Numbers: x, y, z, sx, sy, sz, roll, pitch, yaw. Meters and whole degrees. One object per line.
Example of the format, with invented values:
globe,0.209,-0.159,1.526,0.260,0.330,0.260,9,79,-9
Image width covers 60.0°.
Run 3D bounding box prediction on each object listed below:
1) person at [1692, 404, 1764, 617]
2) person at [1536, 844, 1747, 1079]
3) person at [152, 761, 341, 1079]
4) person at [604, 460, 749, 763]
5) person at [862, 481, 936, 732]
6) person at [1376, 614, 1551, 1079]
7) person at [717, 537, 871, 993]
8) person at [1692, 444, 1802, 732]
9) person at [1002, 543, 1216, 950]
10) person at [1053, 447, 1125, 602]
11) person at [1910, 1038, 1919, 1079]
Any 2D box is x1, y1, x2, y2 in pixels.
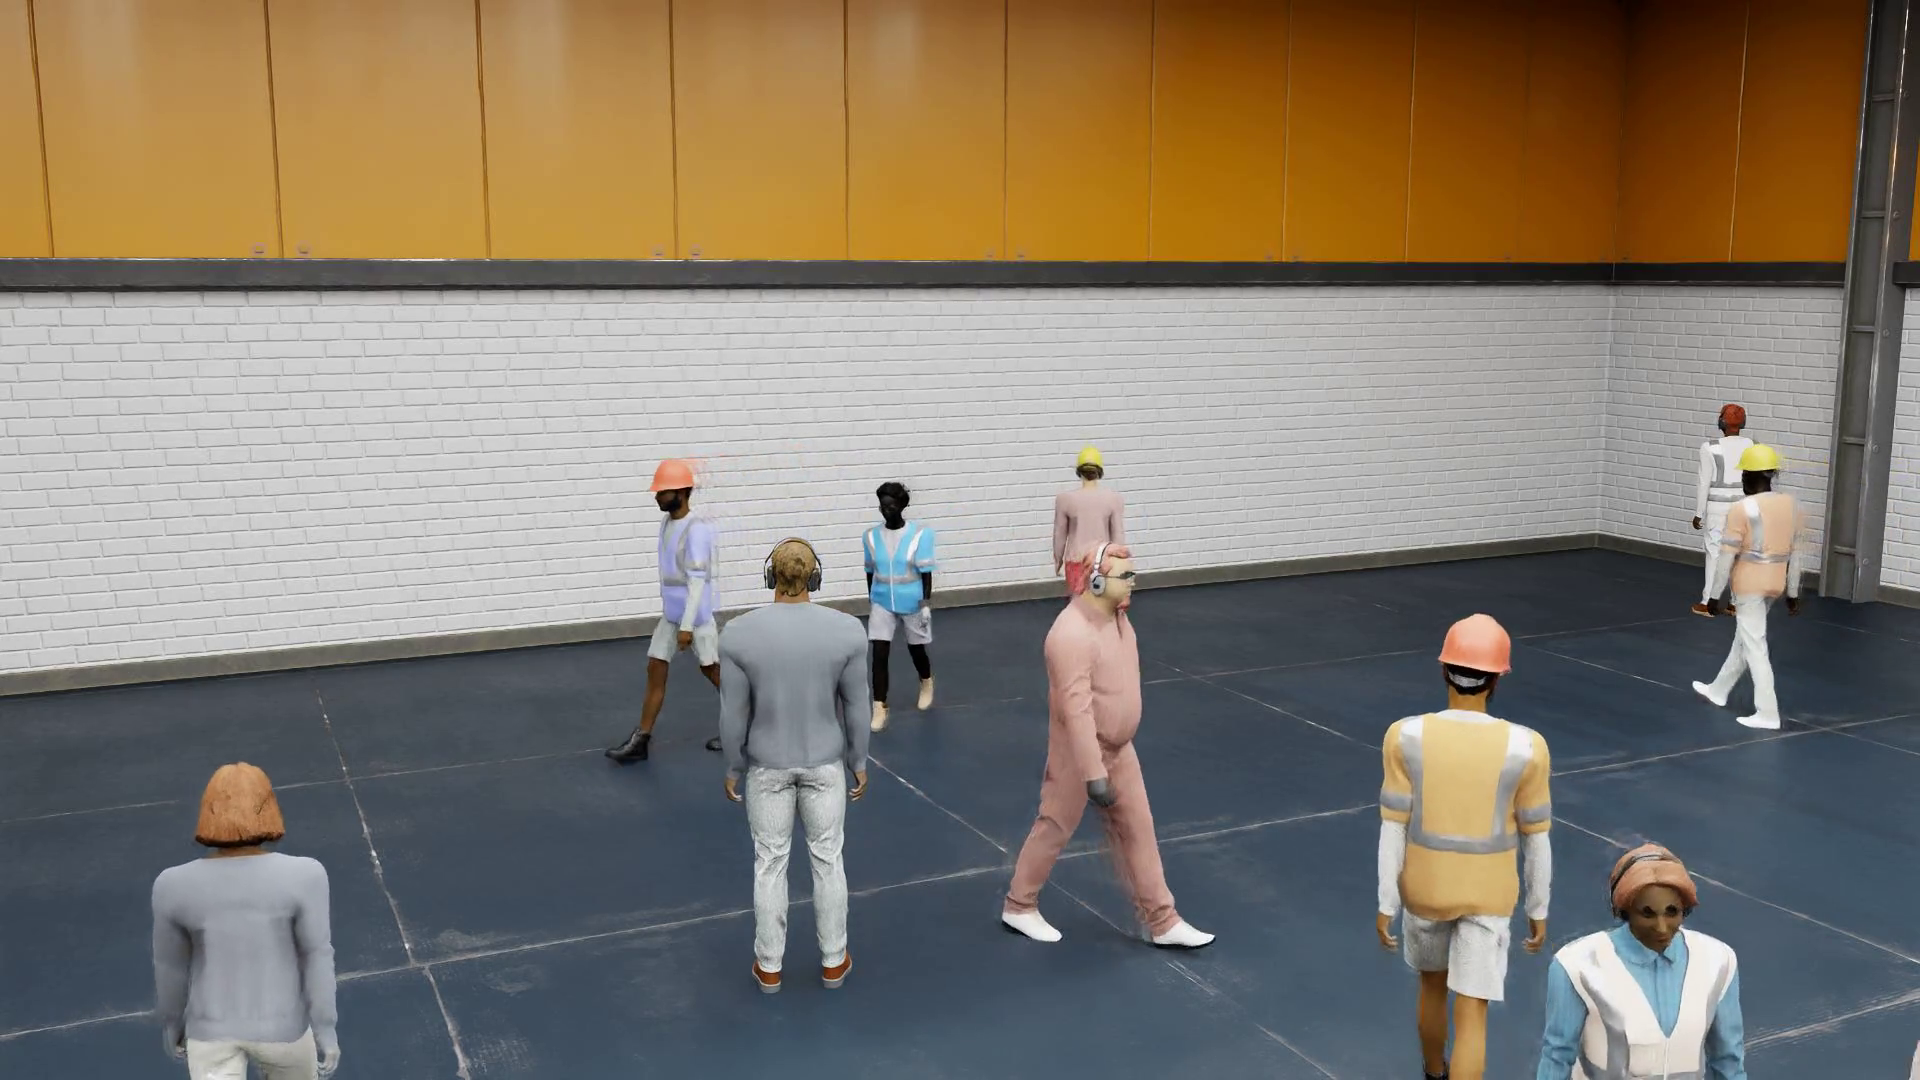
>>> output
person,6.747,-0.255,14.638,0.575,1.885,0.355,0,9,-3
person,1.767,1.542,4.388,0.534,1.595,0.844,-2,9,-10
person,-2.126,1.439,5.011,0.518,1.585,0.852,-2,9,-13
person,-1.726,0.438,10.339,0.986,1.886,0.563,-7,11,-36
person,-0.388,0.406,11.219,0.527,1.660,0.809,2,9,15
person,1.693,1.201,5.624,0.560,1.897,0.975,4,10,21
person,-0.691,0.946,7.012,0.635,1.938,0.359,-1,9,-8
person,5.294,0.294,11.240,0.612,1.883,0.887,-4,10,-24
person,0.620,0.929,7.391,1.003,1.851,0.669,5,11,31
person,0.965,0.162,12.521,0.534,1.717,0.910,1,9,4
person,3.441,1.221,5.313,1.033,1.950,0.627,7,12,38
